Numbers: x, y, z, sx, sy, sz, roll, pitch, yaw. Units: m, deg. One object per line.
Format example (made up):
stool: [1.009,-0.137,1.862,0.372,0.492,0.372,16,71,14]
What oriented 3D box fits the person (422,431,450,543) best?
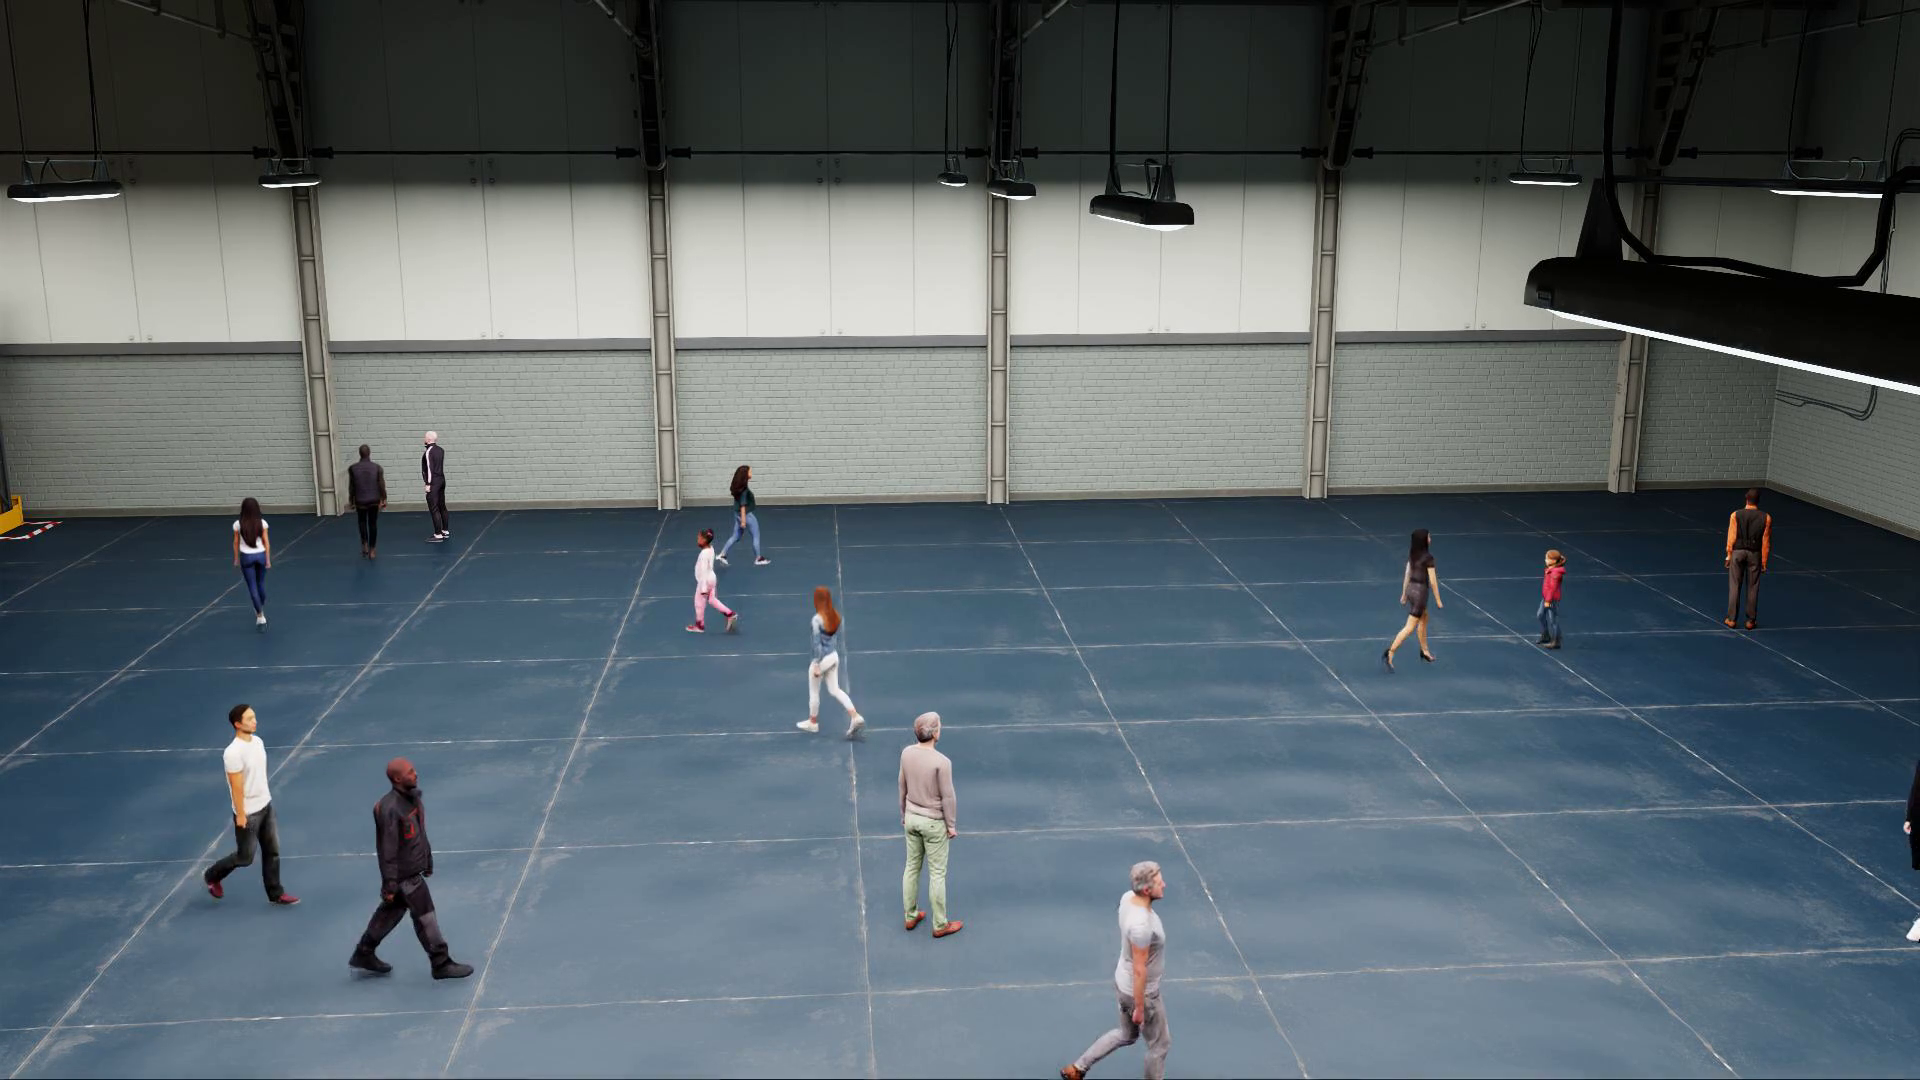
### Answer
person: [-8.695,-0.904,27.585,0.645,1.837,0.714,2,13,7]

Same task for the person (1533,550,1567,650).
person: [7.728,0.774,21.519,0.570,1.304,0.543,0,13,2]

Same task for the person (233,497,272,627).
person: [-9.543,0.329,22.483,1.151,1.736,1.026,-9,16,-33]

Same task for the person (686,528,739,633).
person: [-3.317,0.551,22.209,0.989,1.428,0.714,2,13,10]

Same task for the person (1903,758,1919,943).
person: [8.018,2.361,13.623,1.186,1.775,0.991,-10,17,-38]

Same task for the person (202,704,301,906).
person: [-6.057,2.261,14.027,1.100,1.788,0.814,2,13,7]

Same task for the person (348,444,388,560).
person: [-9.363,-0.583,26.238,0.649,1.819,0.818,-3,13,-13]

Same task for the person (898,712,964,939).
person: [-0.275,2.314,13.611,0.749,1.872,0.835,9,16,33]

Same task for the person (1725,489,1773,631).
person: [10.622,0.246,22.465,0.724,1.907,0.854,5,14,22]

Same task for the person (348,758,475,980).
person: [-4.386,2.541,12.786,1.186,1.802,0.693,-1,13,-5]

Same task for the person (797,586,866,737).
person: [-1.396,1.354,18.195,1.158,1.675,1.011,8,15,31]

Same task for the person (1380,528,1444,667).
person: [5.589,0.759,20.587,1.162,1.754,0.784,-5,14,-20]

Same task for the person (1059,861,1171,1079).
person: [1.089,2.961,10.969,1.065,1.804,0.686,-1,13,-5]

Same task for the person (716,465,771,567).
person: [-3.427,-0.344,25.732,1.146,1.581,0.801,-5,14,-22]
